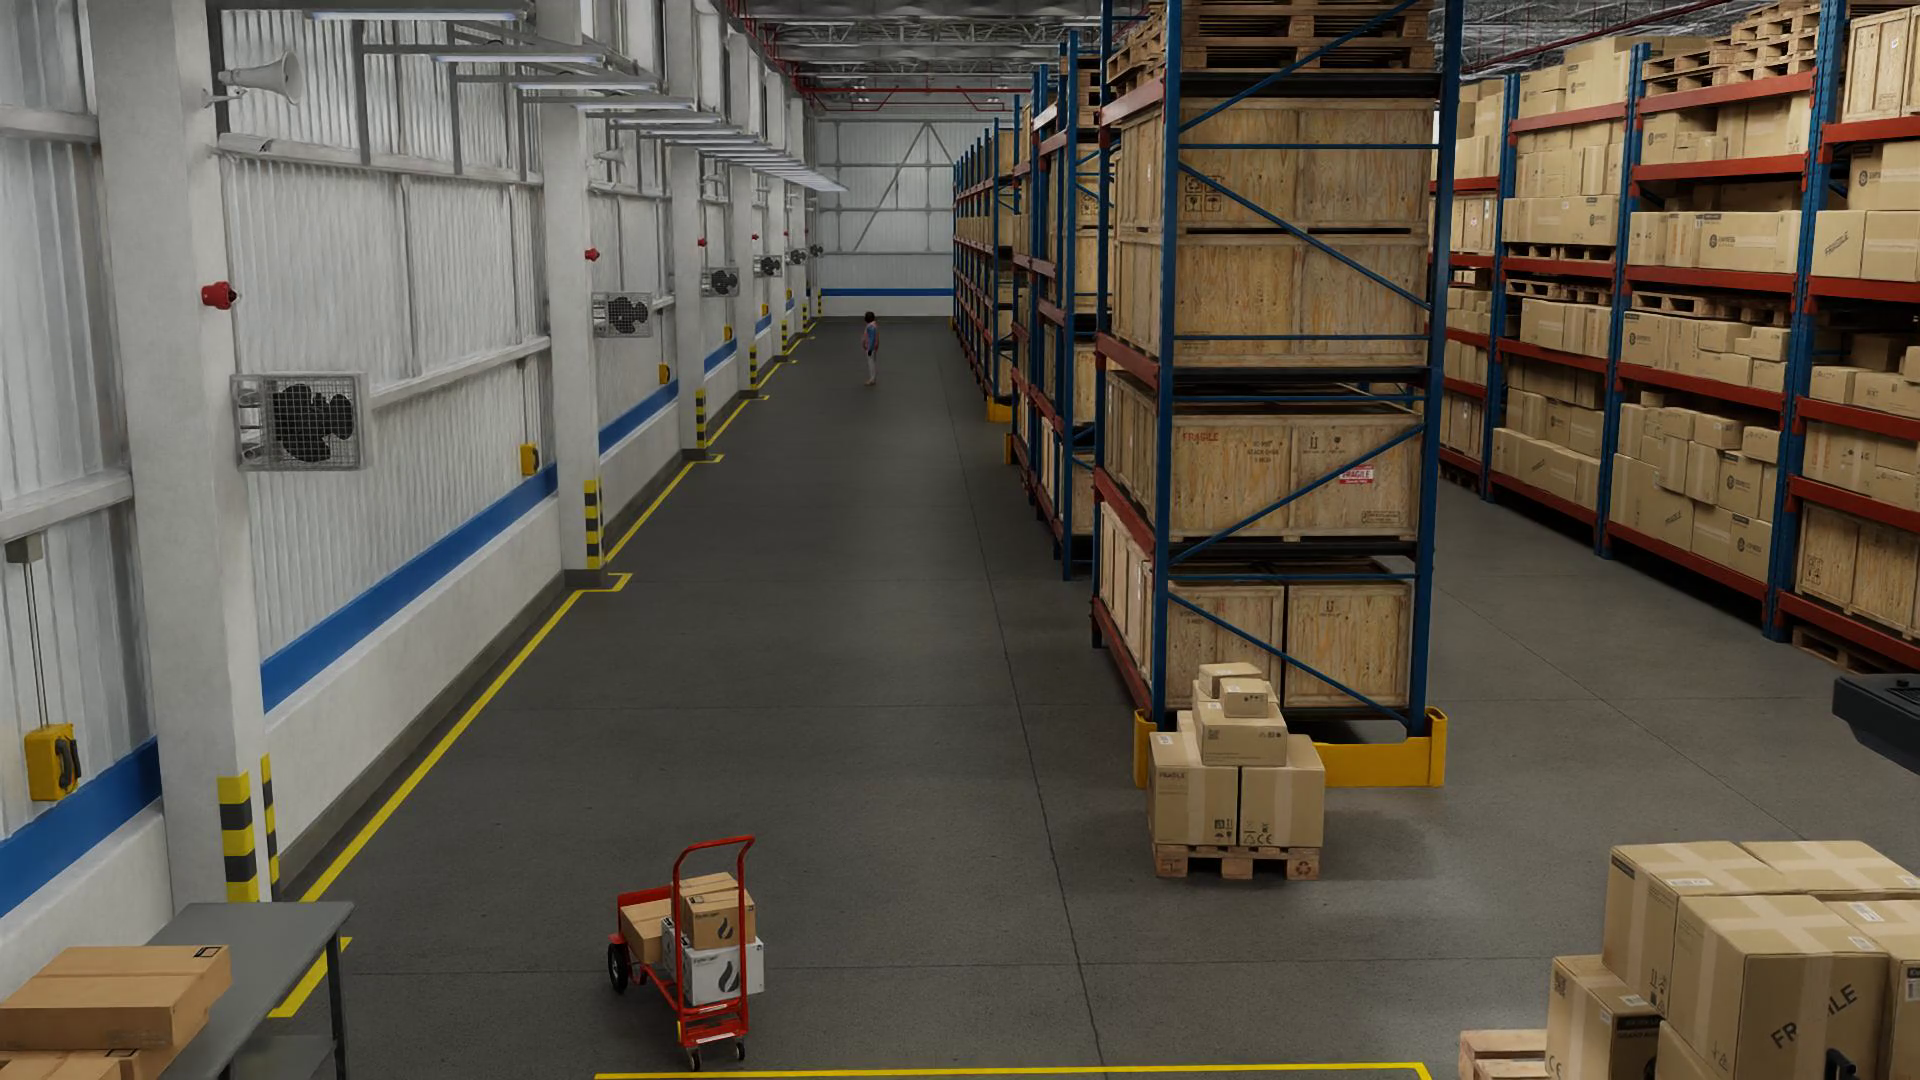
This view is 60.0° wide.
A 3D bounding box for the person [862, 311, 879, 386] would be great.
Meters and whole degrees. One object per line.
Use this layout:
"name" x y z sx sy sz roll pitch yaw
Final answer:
"person" -2.225 -4.747 41.256 0.429 1.844 0.623 0 11 -2
